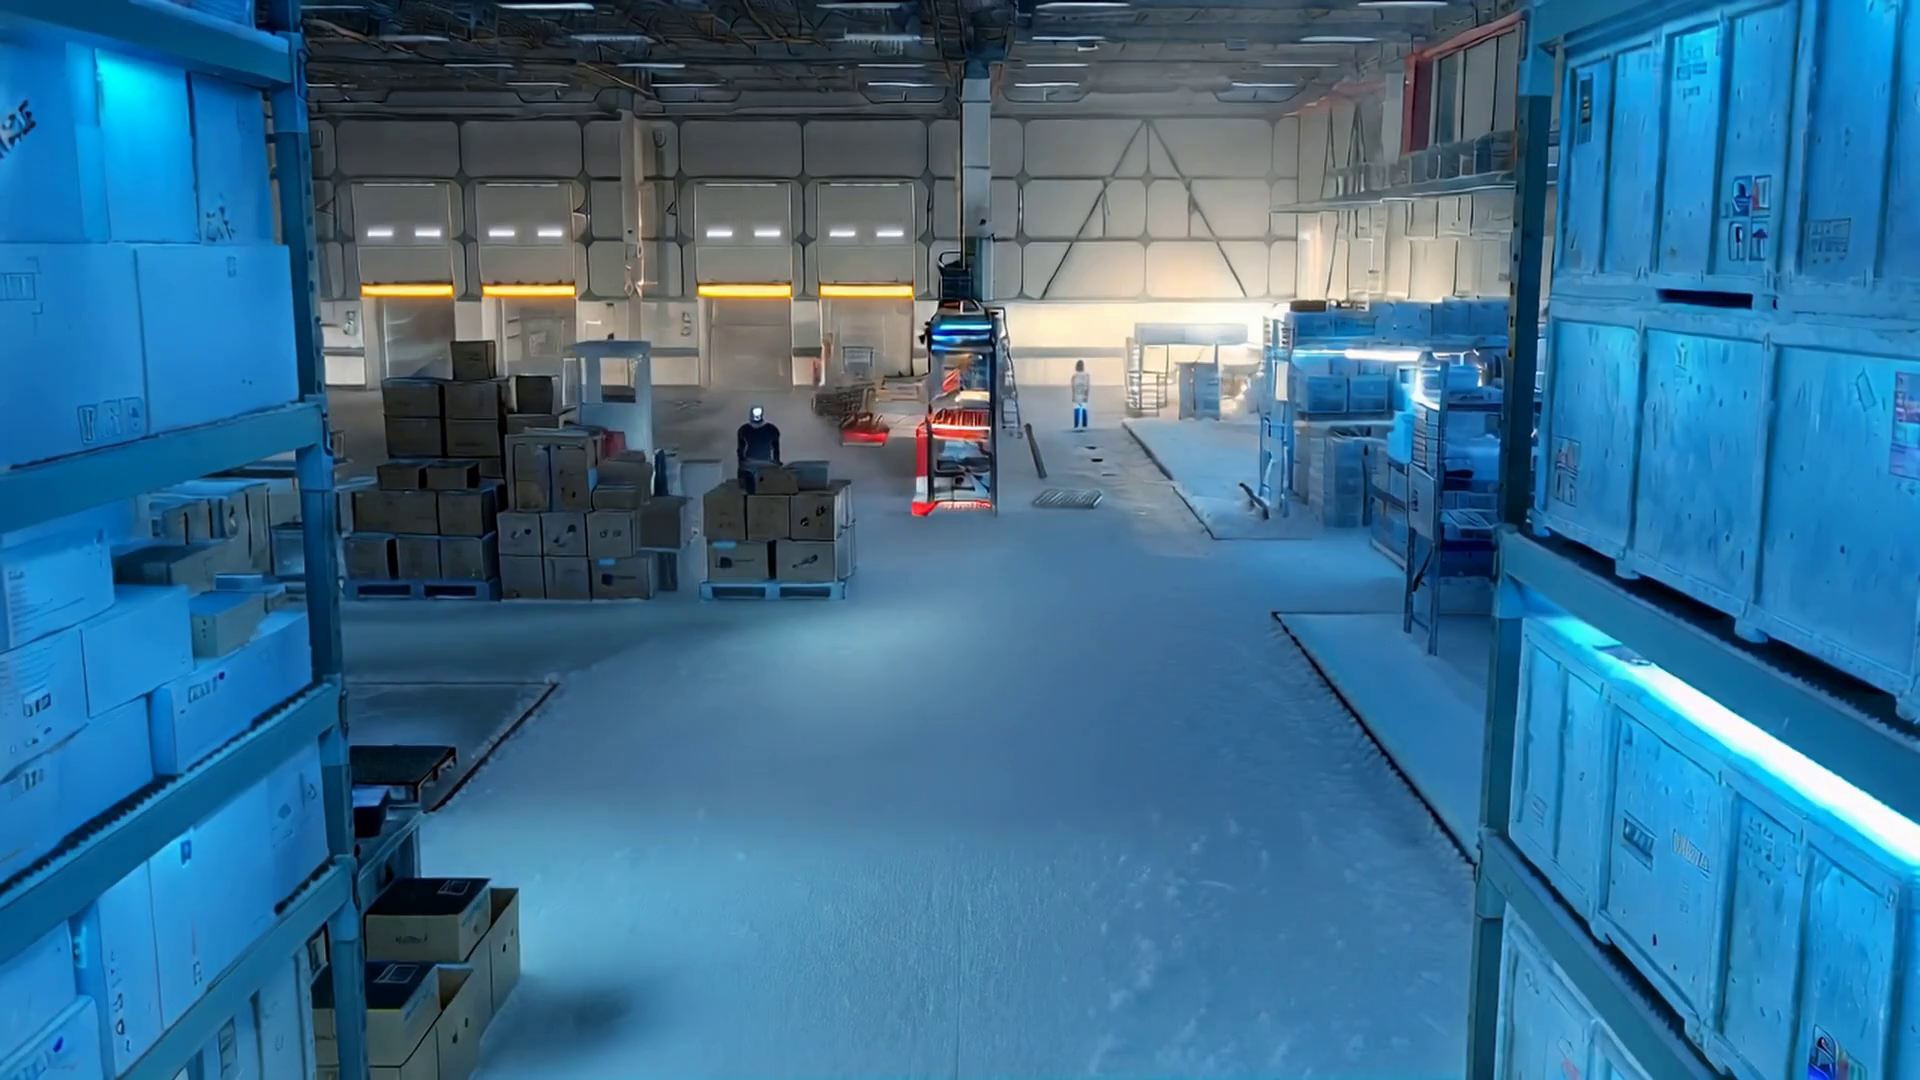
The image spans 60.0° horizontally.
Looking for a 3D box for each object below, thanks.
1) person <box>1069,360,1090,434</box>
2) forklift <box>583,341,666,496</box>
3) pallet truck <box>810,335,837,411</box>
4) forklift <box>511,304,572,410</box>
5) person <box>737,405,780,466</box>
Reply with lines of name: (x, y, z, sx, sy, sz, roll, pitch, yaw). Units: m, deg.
person: (2.716, -3.252, 37.864, 0.316, 1.698, 0.541, -9, 14, -43)
forklift: (-5.078, -1.578, 24.804, 1.129, 2.768, 1.873, 0, 10, 1)
pallet truck: (-3.021, -4.312, 43.126, 1.885, 1.965, 0.823, 3, 10, 17)
forklift: (-10.724, -4.629, 42.411, 1.129, 2.768, 1.873, 0, 10, 1)
person: (-2.944, -1.019, 24.335, 0.626, 1.930, 0.377, 1, 10, 3)
